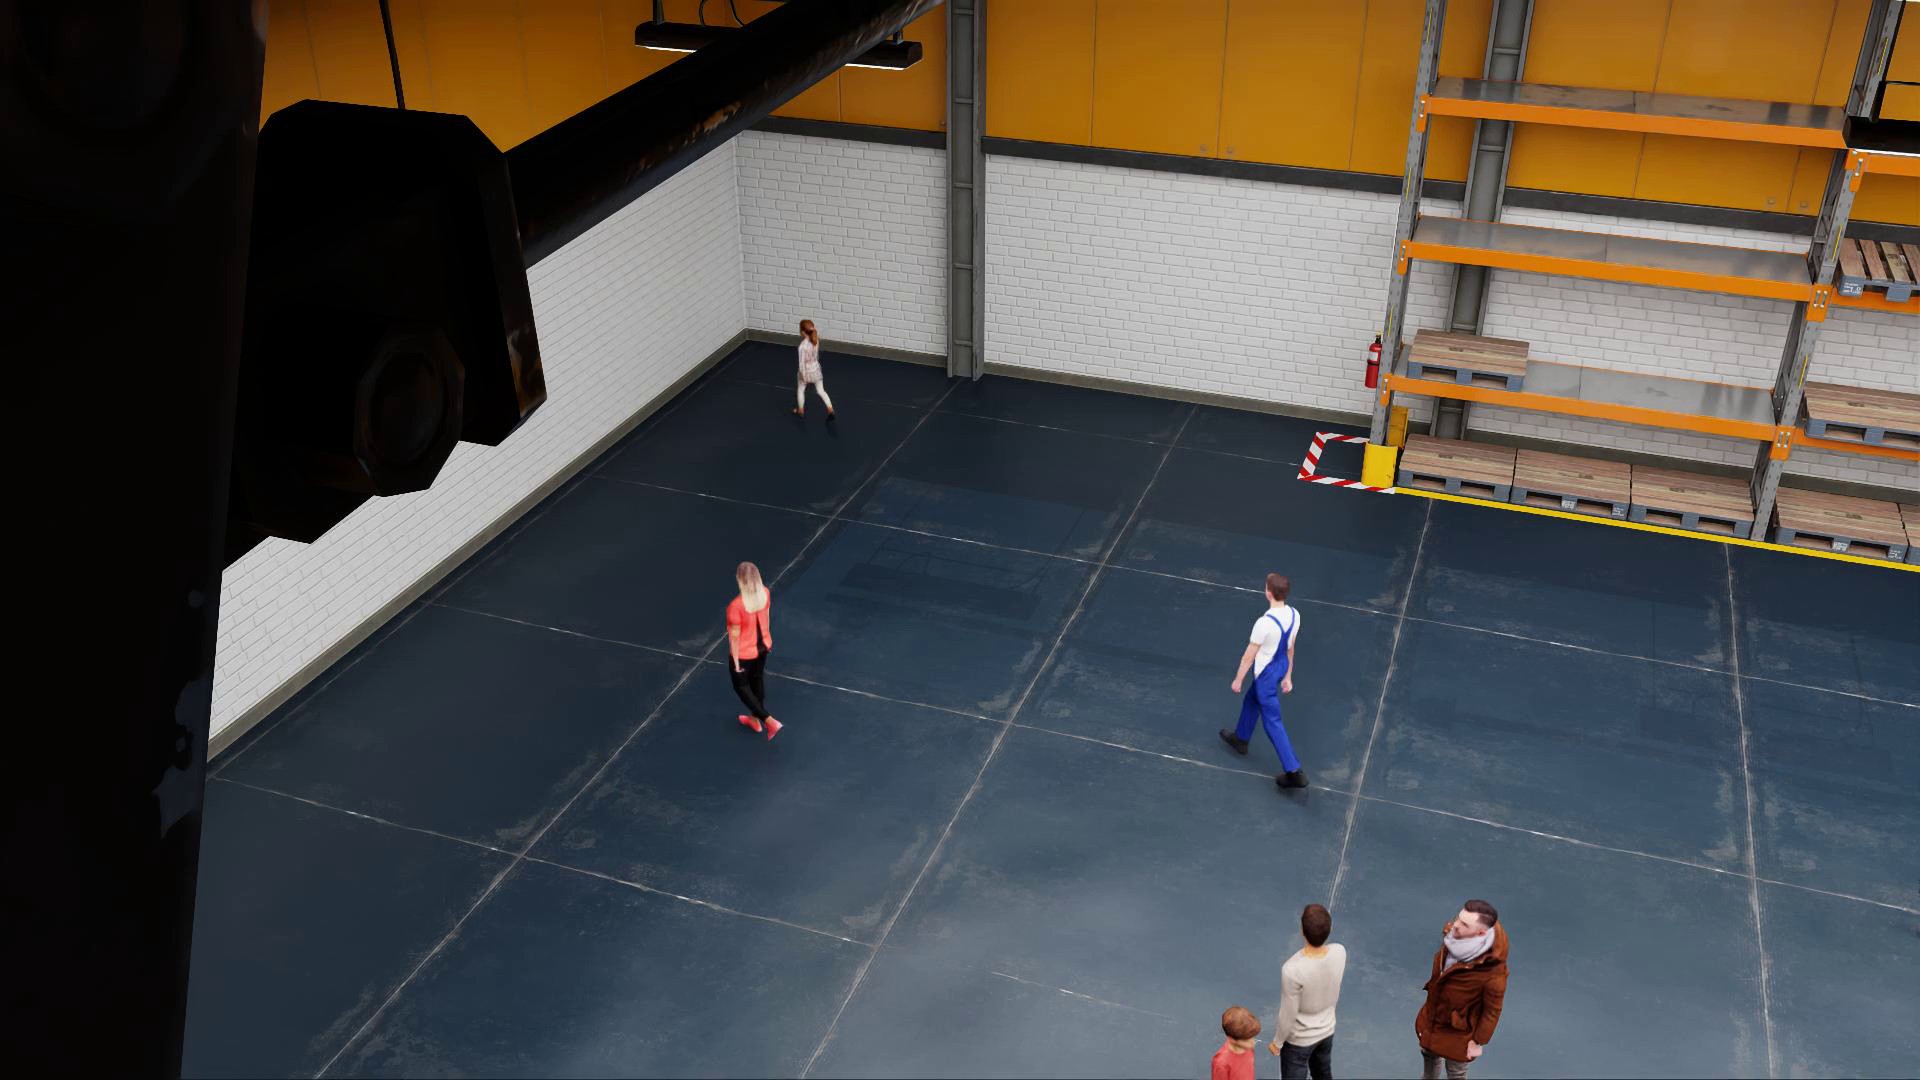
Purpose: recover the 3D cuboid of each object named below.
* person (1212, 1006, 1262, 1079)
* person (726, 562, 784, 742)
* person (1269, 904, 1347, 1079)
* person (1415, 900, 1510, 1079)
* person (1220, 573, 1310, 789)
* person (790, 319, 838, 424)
[{"bbox_3d":[1.549,3.302,9.927,0.803,1.387,0.978,-23,36,-35],"label":"person"},{"bbox_3d":[-1.695,0.960,13.916,0.976,1.677,0.794,24,37,37],"label":"person"},{"bbox_3d":[2.102,2.964,10.046,0.742,1.866,0.774,-17,33,-28],"label":"person"},{"bbox_3d":[3.026,2.920,10.155,0.904,1.839,0.853,-10,30,-17],"label":"person"},{"bbox_3d":[2.547,1.165,13.404,1.102,1.808,1.347,-21,35,-33],"label":"person"},{"bbox_3d":[-1.726,-1.989,19.730,1.003,1.287,0.764,25,37,37],"label":"person"}]
